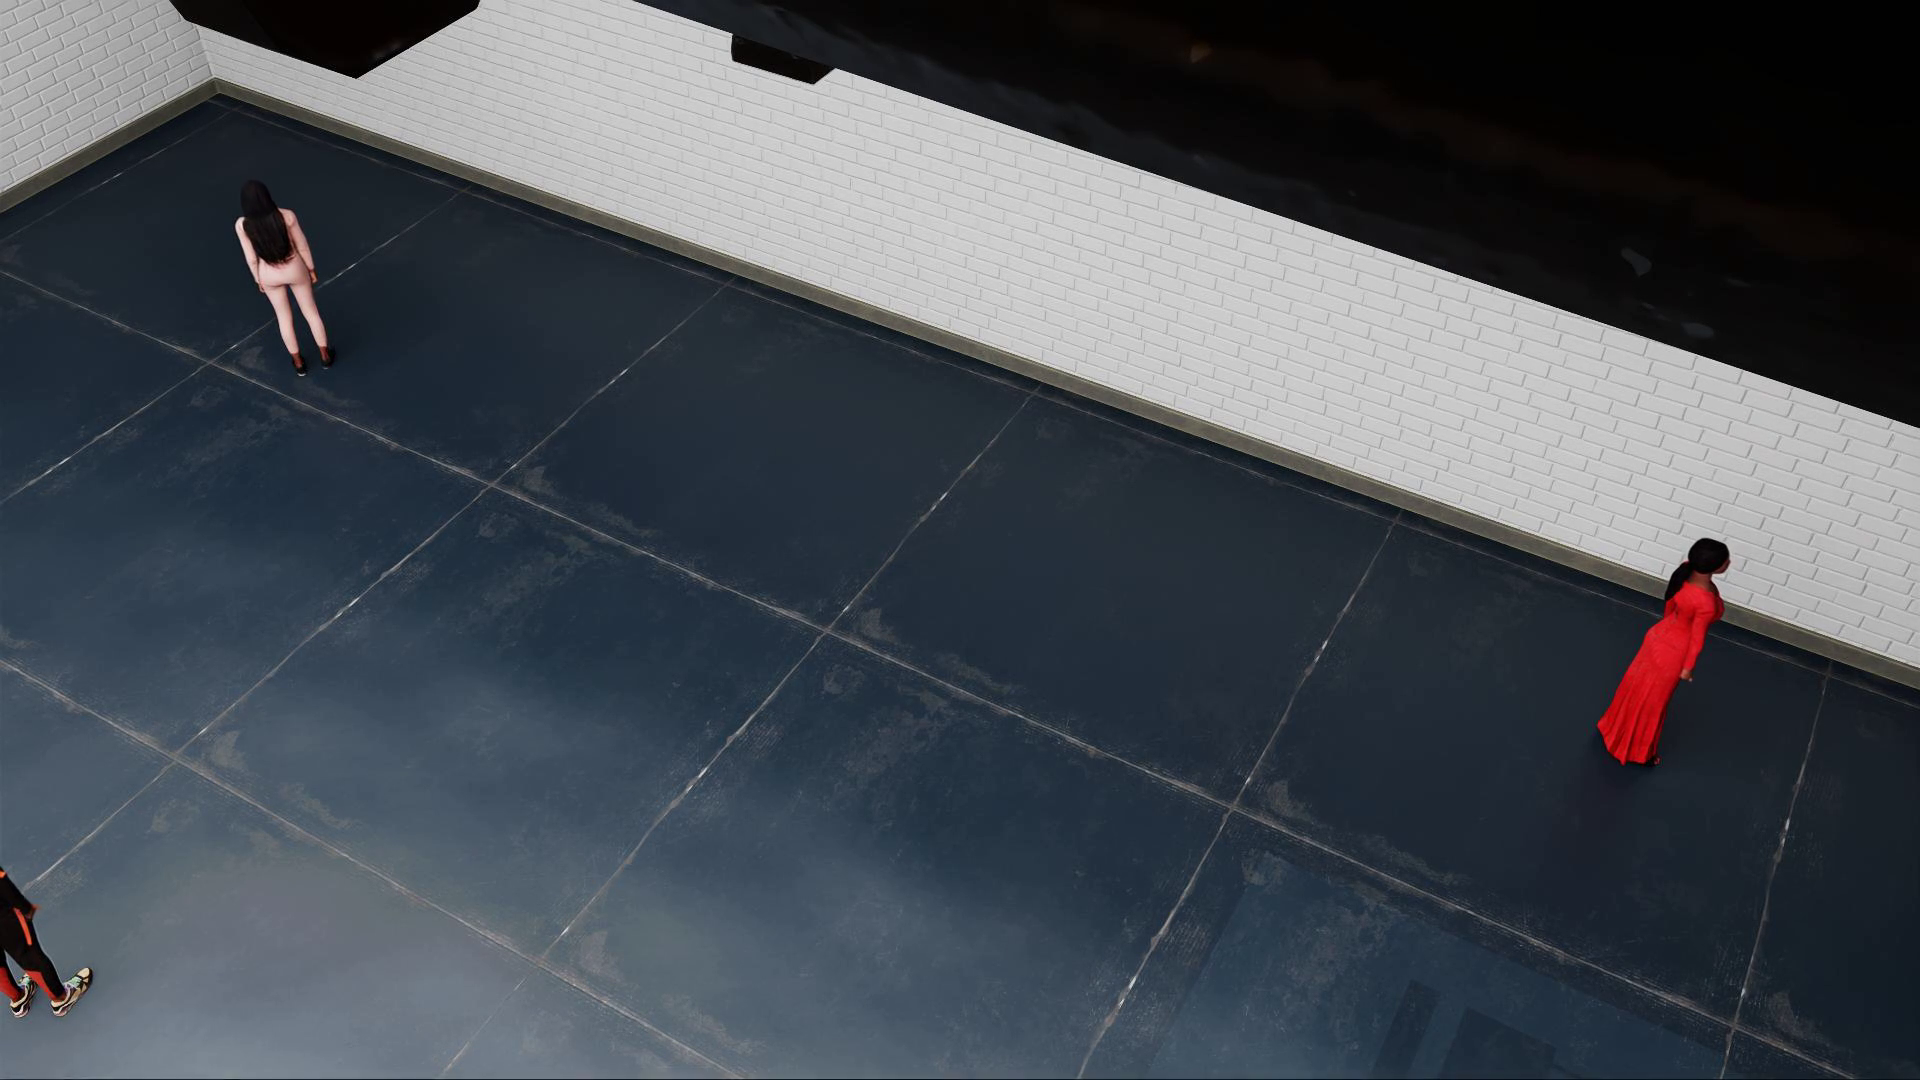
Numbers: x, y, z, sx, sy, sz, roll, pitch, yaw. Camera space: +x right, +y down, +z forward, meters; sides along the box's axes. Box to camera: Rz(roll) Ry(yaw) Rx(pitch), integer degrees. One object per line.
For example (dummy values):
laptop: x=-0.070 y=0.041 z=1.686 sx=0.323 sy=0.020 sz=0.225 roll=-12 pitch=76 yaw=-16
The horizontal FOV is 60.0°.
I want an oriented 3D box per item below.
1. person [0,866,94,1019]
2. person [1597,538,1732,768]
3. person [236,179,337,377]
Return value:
person: x=-5.132 y=1.916 z=8.700 sx=0.703 sy=1.808 sz=0.693 roll=3 pitch=44 yaw=3
person: x=4.268 y=0.666 z=10.038 sx=0.799 sy=1.783 sz=0.698 roll=1 pitch=44 yaw=1
person: x=-5.246 y=-2.046 z=12.921 sx=0.679 sy=1.722 sz=0.759 roll=-14 pitch=45 yaw=-15
